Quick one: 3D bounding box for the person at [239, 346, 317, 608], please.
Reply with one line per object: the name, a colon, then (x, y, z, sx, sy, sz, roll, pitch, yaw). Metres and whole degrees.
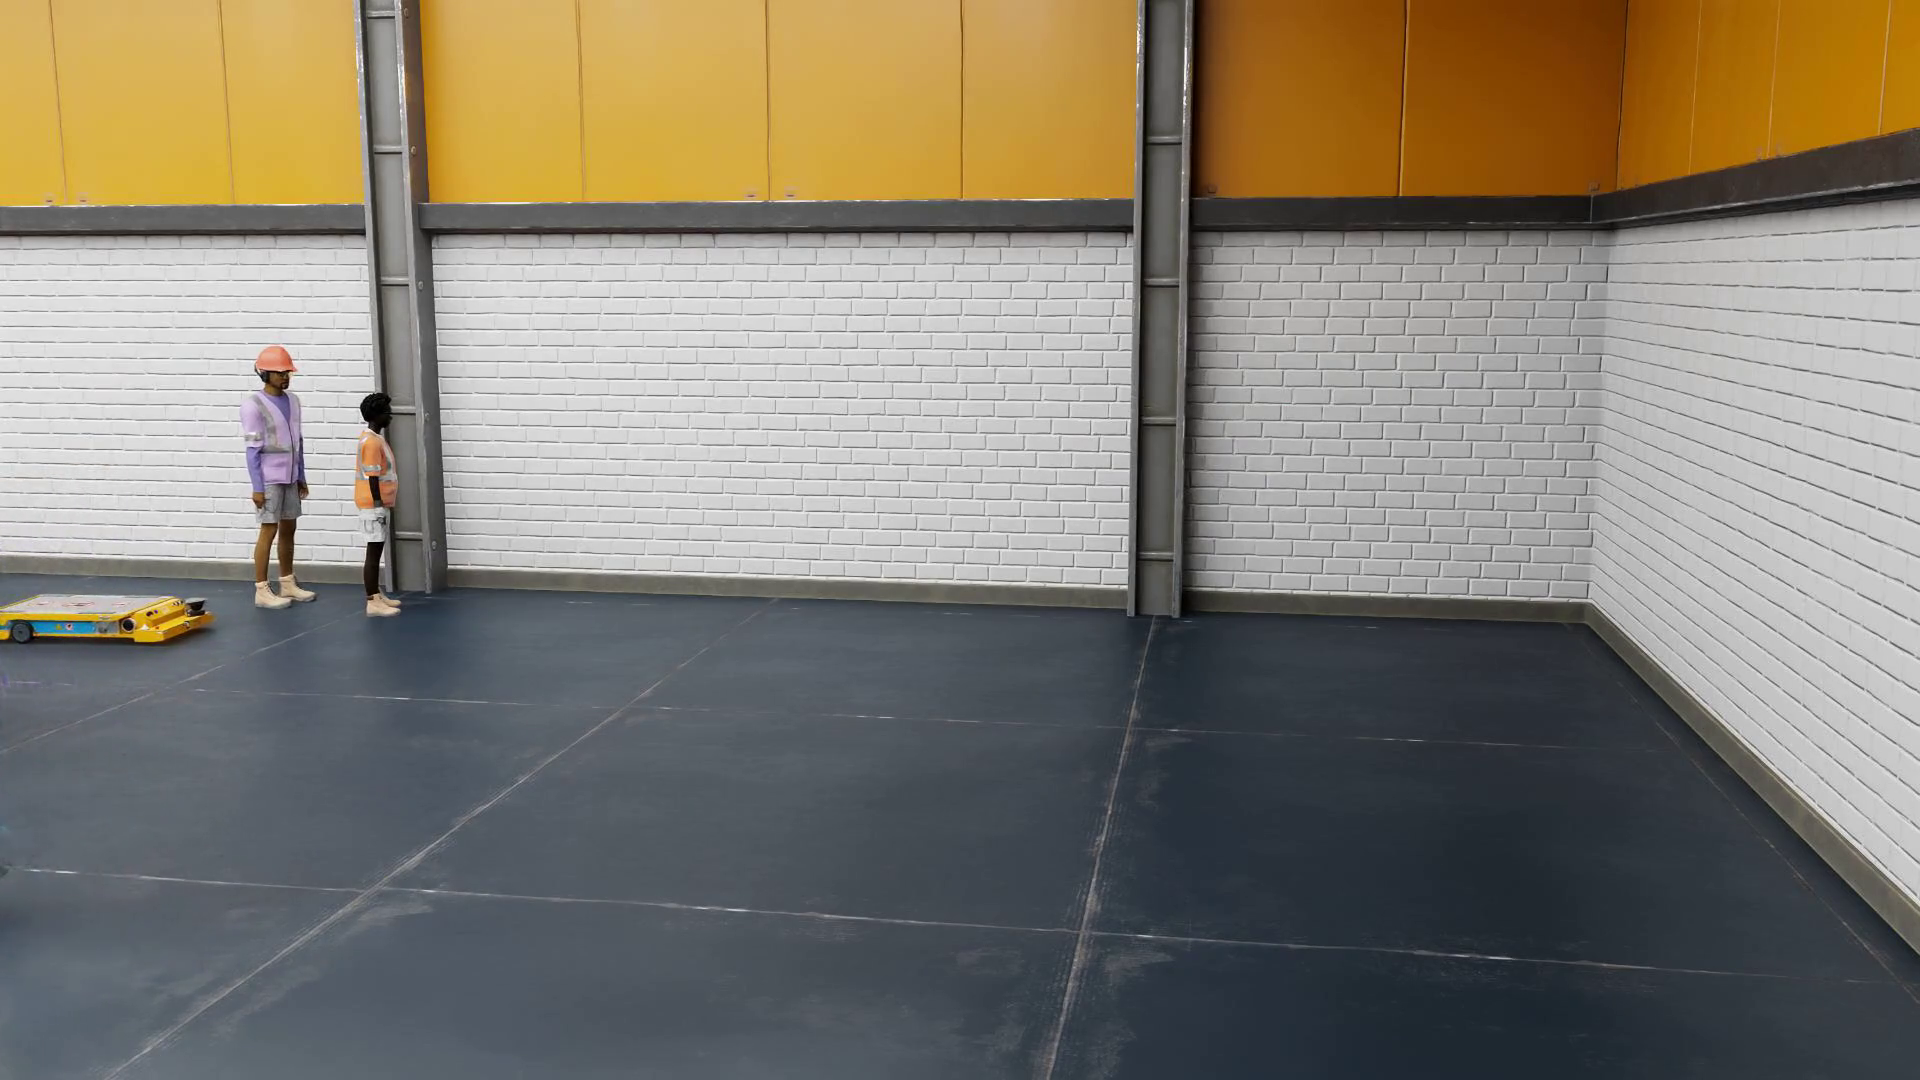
person: (-5.260, -0.483, 12.875, 0.421, 2.034, 0.607, 3, 10, 15)

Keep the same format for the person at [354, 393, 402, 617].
person: (-4.410, -0.269, 12.588, 0.317, 1.693, 0.536, -3, 10, -16)

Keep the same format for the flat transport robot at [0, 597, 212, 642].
flat transport robot: (-6.210, 0.552, 11.885, 1.431, 0.197, 0.652, 1, 9, 4)
